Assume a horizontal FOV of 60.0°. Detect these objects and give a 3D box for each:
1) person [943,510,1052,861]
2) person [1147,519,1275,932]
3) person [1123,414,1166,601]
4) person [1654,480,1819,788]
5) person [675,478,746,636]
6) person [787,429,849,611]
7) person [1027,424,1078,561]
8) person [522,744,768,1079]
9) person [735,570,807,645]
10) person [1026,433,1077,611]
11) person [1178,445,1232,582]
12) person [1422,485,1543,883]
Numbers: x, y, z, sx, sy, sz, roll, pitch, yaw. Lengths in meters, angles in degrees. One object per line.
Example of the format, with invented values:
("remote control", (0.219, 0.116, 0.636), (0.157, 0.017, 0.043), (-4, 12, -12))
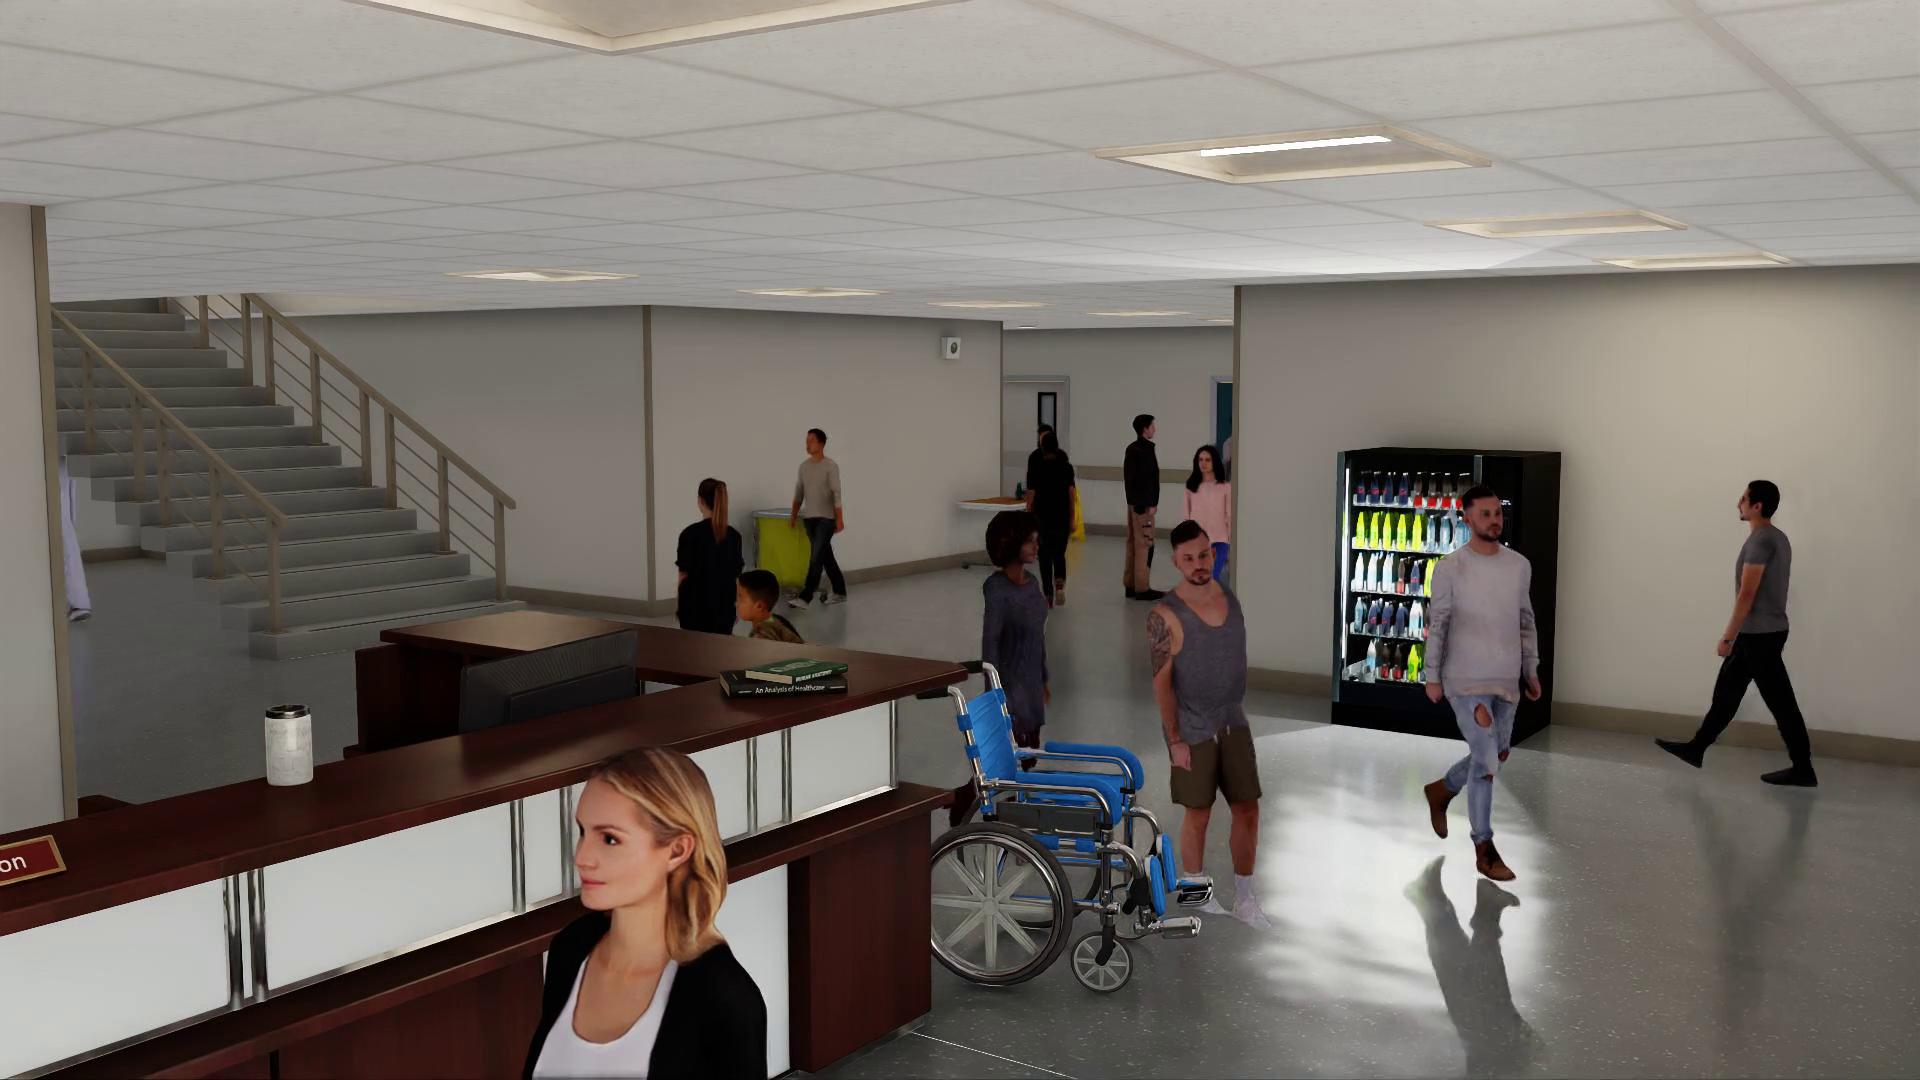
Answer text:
("person", (0.184, 0.709, 7.922), (0.751, 1.698, 0.619), (3, 7, 30))
("person", (0.998, 0.806, 7.211), (0.830, 1.810, 0.897), (-3, 7, -30))
("person", (1.893, -0.352, 17.340), (0.850, 1.924, 0.757), (-2, 6, -17))
("person", (4.603, 0.556, 9.379), (1.110, 1.711, 0.679), (4, 7, 32))
("person", (-1.547, 0.461, 10.568), (0.819, 1.661, 1.117), (-5, 7, -38))
("person", (-1.319, -0.180, 16.451), (1.070, 1.759, 0.762), (5, 7, 39))
("person", (1.096, -0.575, 20.705), (1.061, 1.695, 1.113), (-1, 6, -8))
("person", (-0.476, 1.198, 2.543), (0.470, 1.802, 0.665), (4, 7, 32))
("person", (-0.829, 0.854, 7.772), (0.903, 1.439, 0.762), (1, 6, 13))
("person", (0.911, -0.168, 16.374), (0.818, 1.752, 0.879), (-1, 6, -8))
("person", (2.062, 0.106, 13.700), (1.067, 1.742, 0.783), (3, 7, 29))
("person", (2.439, 0.653, 7.913), (1.063, 1.812, 1.193), (-2, 6, -18))
